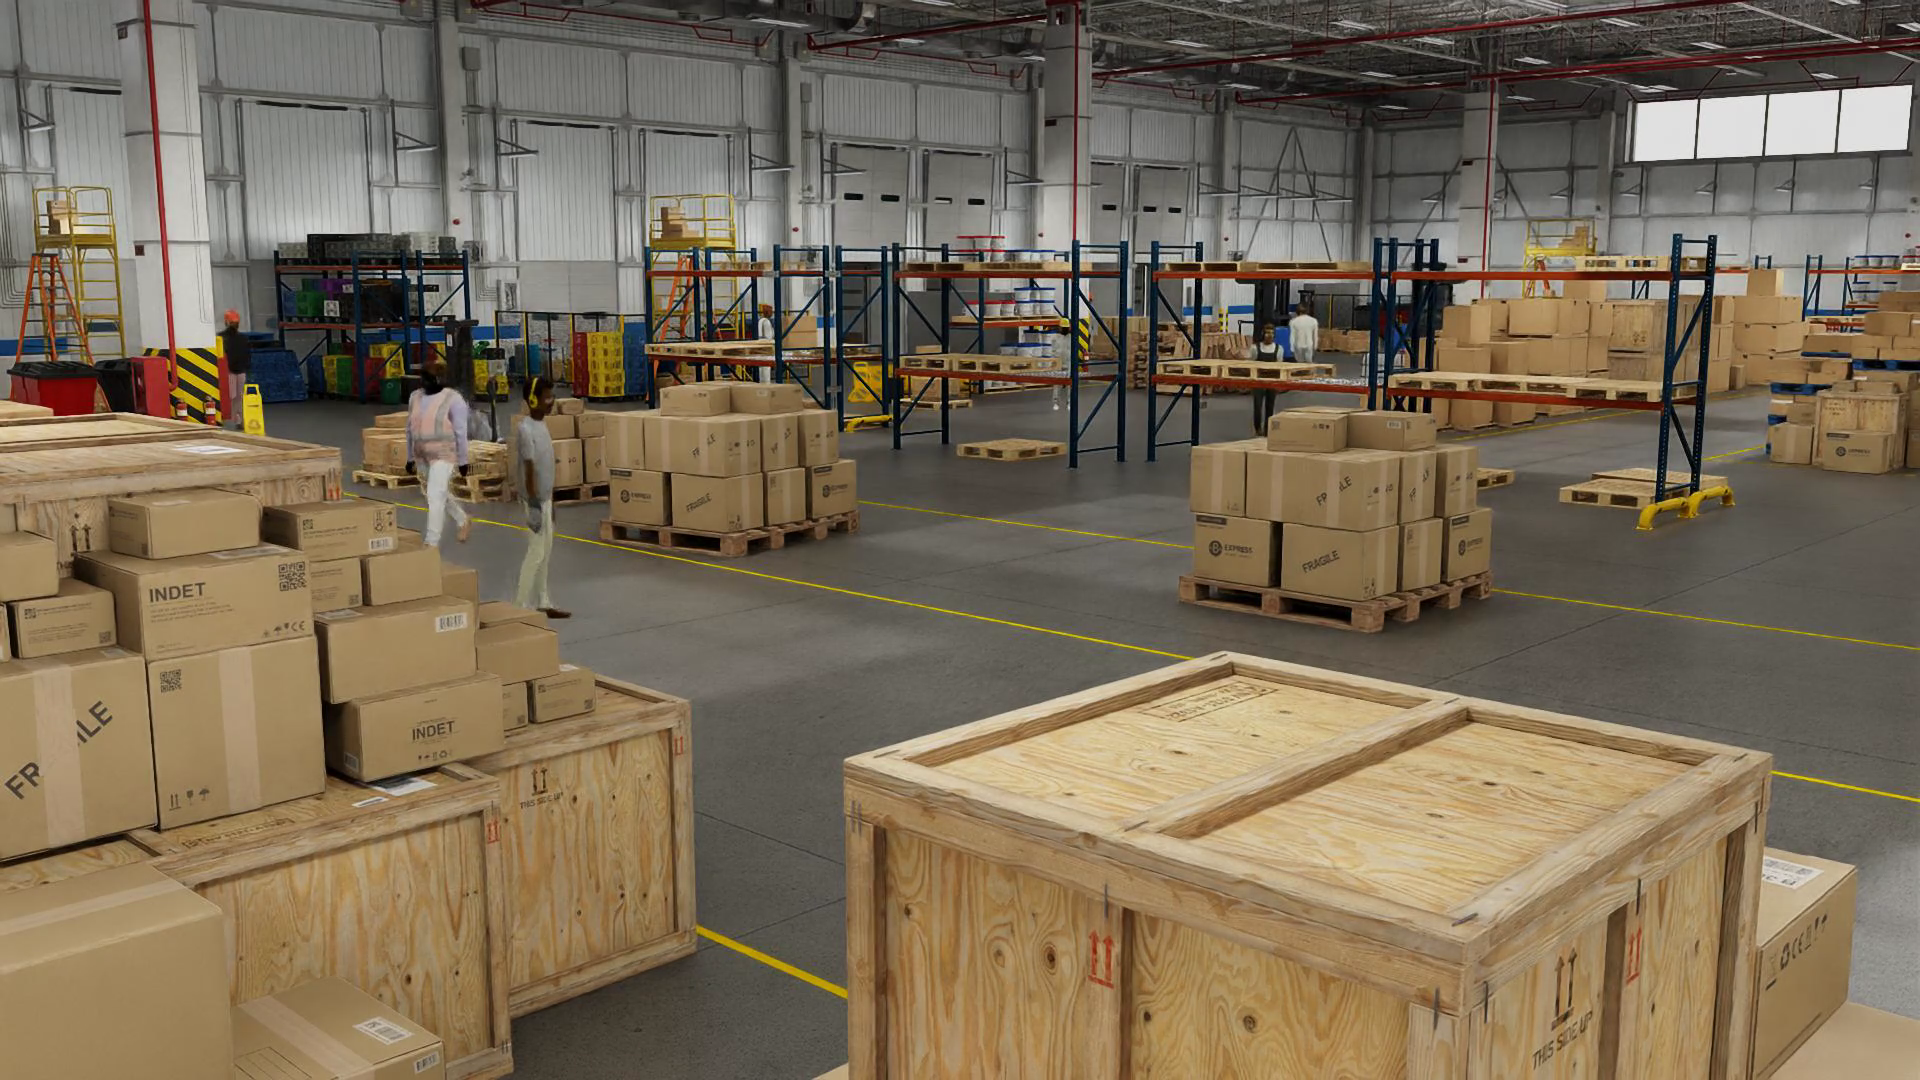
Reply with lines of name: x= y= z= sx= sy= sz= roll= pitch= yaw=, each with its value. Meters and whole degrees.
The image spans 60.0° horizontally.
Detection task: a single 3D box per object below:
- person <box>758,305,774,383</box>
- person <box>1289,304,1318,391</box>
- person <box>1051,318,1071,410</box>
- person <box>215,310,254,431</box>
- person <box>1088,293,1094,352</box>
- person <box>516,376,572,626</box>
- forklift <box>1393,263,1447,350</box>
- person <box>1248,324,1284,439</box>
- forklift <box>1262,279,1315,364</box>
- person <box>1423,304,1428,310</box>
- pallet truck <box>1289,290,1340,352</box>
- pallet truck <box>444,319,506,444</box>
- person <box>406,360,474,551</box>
person: x=-4.170 y=-4.125 z=35.878 sx=0.356 sy=1.887 sz=0.573 roll=-4 pitch=10 yaw=-25
person: x=7.465 y=-4.177 z=36.144 sx=0.649 sy=1.904 sz=0.517 roll=0 pitch=9 yaw=-2
person: x=1.955 y=-3.302 z=31.302 sx=0.484 sy=1.737 sz=0.324 roll=0 pitch=9 yaw=3
person: x=-11.909 y=-2.769 z=27.270 sx=0.472 sy=1.982 sz=0.615 roll=5 pitch=11 yaw=29
person: x=3.949 y=-6.666 z=51.339 sx=0.549 sy=1.929 sz=0.387 roll=-8 pitch=12 yaw=-42
person: x=-3.158 y=-0.292 z=12.467 sx=0.358 sy=1.872 sz=0.534 roll=0 pitch=9 yaw=0
forklift: x=12.952 y=-6.290 z=46.107 sx=1.129 sy=2.768 sz=1.873 roll=-3 pitch=10 yaw=-20
person: x=4.649 y=-2.352 z=25.198 sx=0.529 sy=1.816 sz=0.764 roll=1 pitch=9 yaw=7
forklift: x=8.555 y=-6.090 z=44.881 sx=1.873 sy=2.768 sz=1.129 roll=9 pitch=13 yaw=43
person: x=13.479 y=-5.993 z=48.081 sx=0.308 sy=1.639 sz=0.524 roll=-5 pitch=11 yaw=-29
pallet truck: x=11.297 y=-6.951 z=52.861 sx=1.885 sy=1.965 sz=0.823 roll=-5 pitch=11 yaw=-29
pallet truck: x=-6.981 y=-1.942 z=22.150 sx=1.885 sy=1.965 sz=0.823 roll=1 pitch=9 yaw=9
person: x=-4.889 y=-0.788 z=15.656 sx=0.627 sy=1.820 sz=0.846 roll=5 pitch=10 yaw=26
